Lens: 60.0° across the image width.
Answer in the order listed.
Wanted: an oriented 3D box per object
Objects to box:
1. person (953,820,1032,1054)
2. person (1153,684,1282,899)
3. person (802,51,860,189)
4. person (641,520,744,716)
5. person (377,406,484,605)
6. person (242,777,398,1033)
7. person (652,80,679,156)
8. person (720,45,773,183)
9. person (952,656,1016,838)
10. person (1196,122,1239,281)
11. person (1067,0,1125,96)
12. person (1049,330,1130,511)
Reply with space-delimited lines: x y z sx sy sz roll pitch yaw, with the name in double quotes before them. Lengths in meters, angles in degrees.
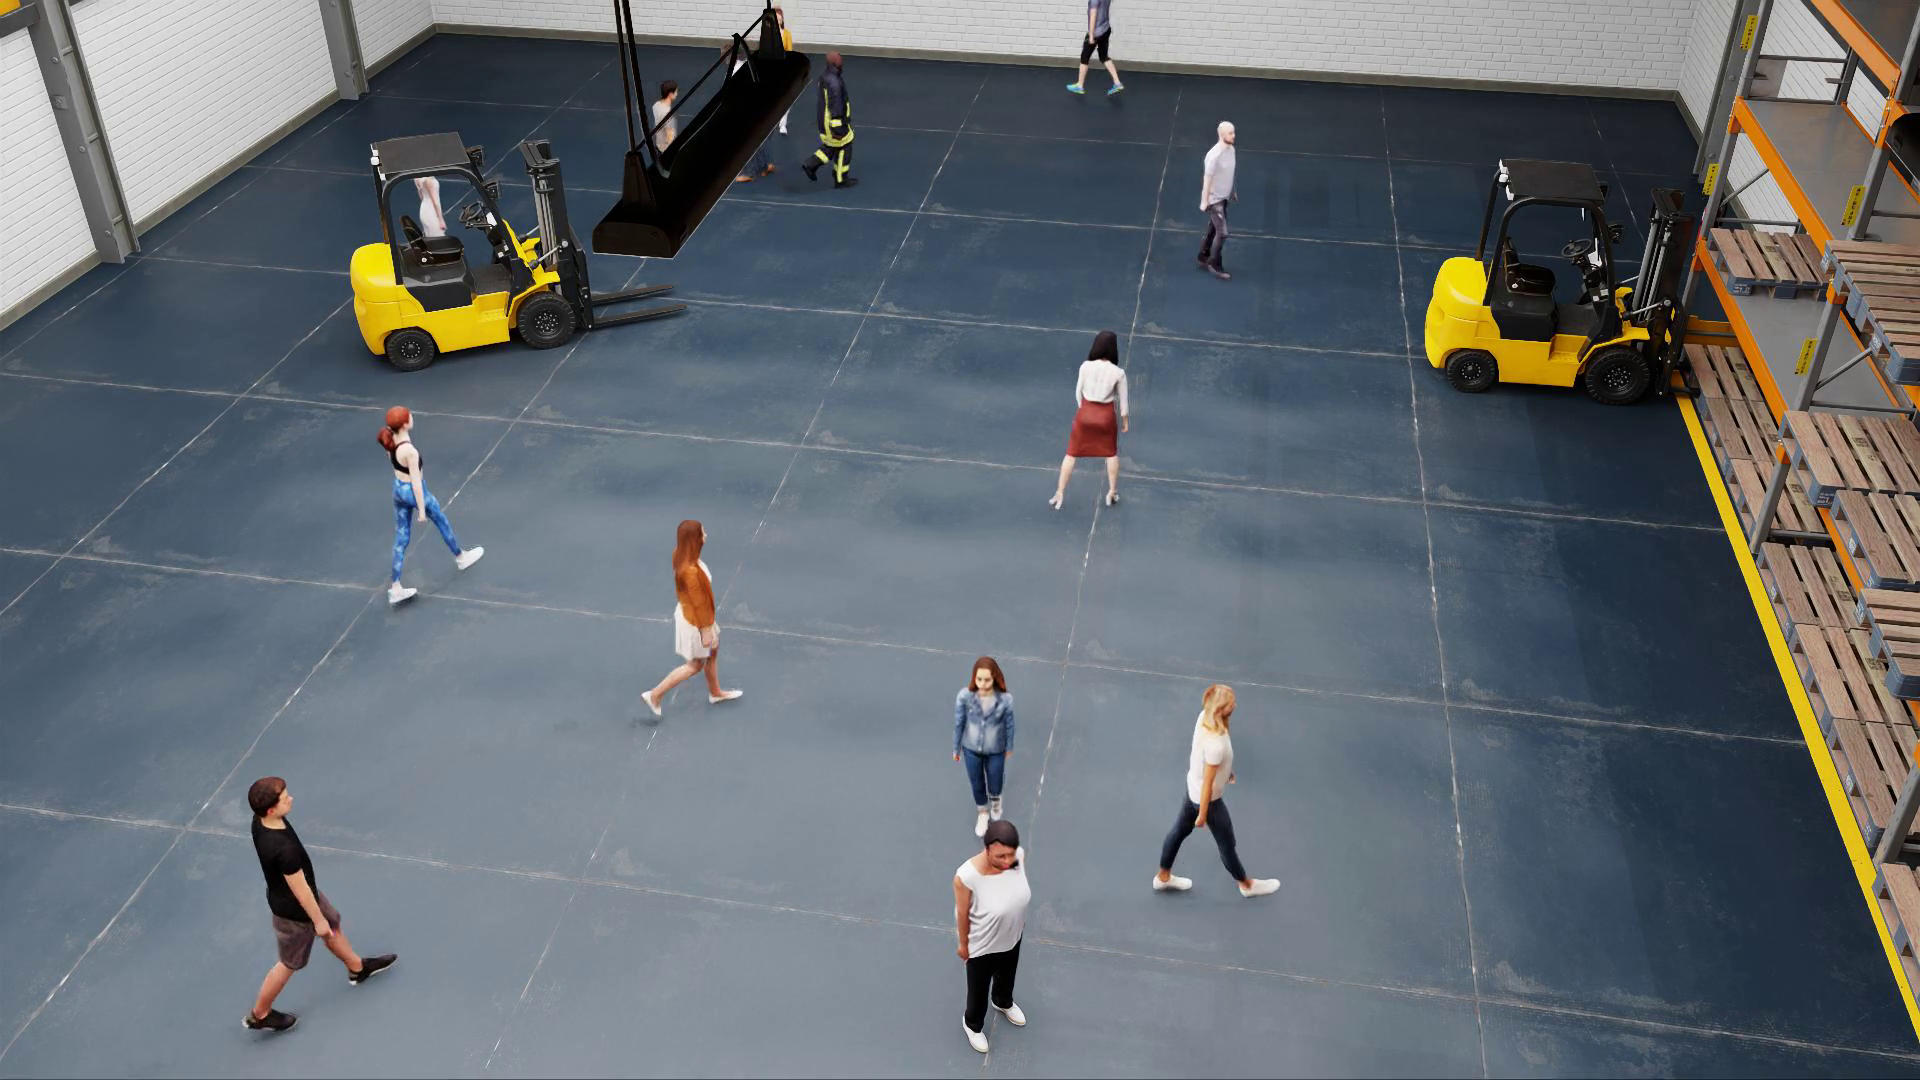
"person" 0.217 2.329 9.952 0.753 1.687 0.824 -24 40 -31
"person" 1.507 1.666 10.869 0.829 1.774 1.055 -2 34 -3
"person" -1.706 -5.414 21.492 1.068 1.806 1.066 -10 35 -15
"person" -2.084 0.629 12.498 0.947 1.698 1.042 -9 35 -13
"person" -4.615 -0.270 13.817 0.936 1.737 1.260 22 39 29
"person" -4.094 2.205 10.004 1.267 1.835 1.215 -20 39 -27
"person" -3.737 -4.900 20.821 0.983 1.693 0.950 -18 38 -25
"person" -2.769 -5.613 21.781 0.999 1.818 0.699 24 40 31
"person" 0.177 1.394 11.556 0.560 1.468 0.560 5 34 7
"person" 2.914 -3.978 19.322 0.927 1.817 0.872 21 39 29
"person" 2.112 -7.451 24.510 1.098 1.858 1.173 26 41 33
"person" 1.272 -1.067 15.016 0.823 1.735 0.656 6 34 8
